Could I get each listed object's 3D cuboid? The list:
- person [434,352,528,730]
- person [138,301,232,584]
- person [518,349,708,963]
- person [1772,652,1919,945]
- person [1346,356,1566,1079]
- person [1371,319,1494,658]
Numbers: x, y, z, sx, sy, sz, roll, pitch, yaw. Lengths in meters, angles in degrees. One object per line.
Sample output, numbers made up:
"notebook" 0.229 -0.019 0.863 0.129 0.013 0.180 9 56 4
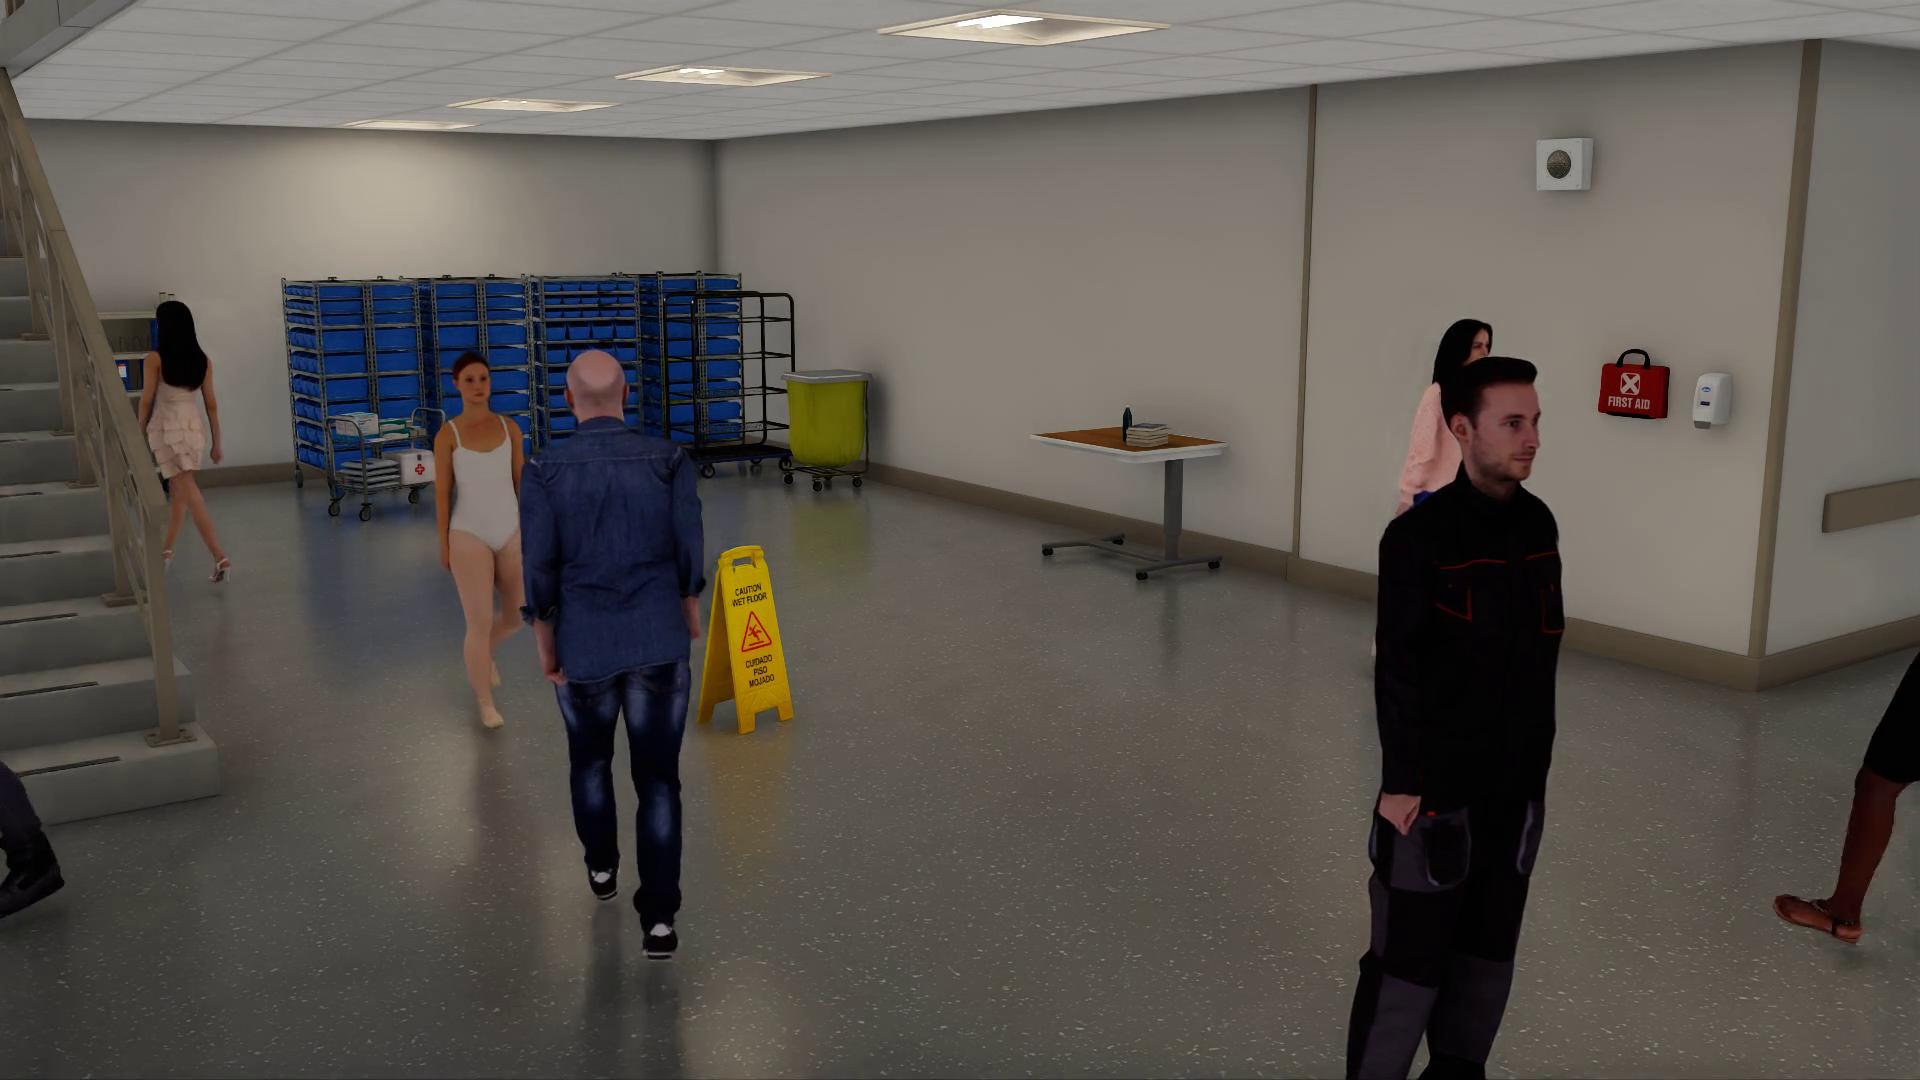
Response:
"person" -2.107 -0.003 7.328 0.540 1.626 0.806 -7 13 -34
"person" -4.638 -0.533 9.973 1.098 1.681 0.841 7 13 32
"person" -0.987 0.373 4.920 1.041 1.784 1.279 -2 11 -10
"person" 2.973 0.458 4.713 0.620 1.695 0.931 -7 13 -34
"person" 1.114 0.543 3.681 0.683 1.913 0.568 -7 13 -32
"person" 2.244 -0.164 7.945 0.651 1.711 1.083 -8 13 -36
